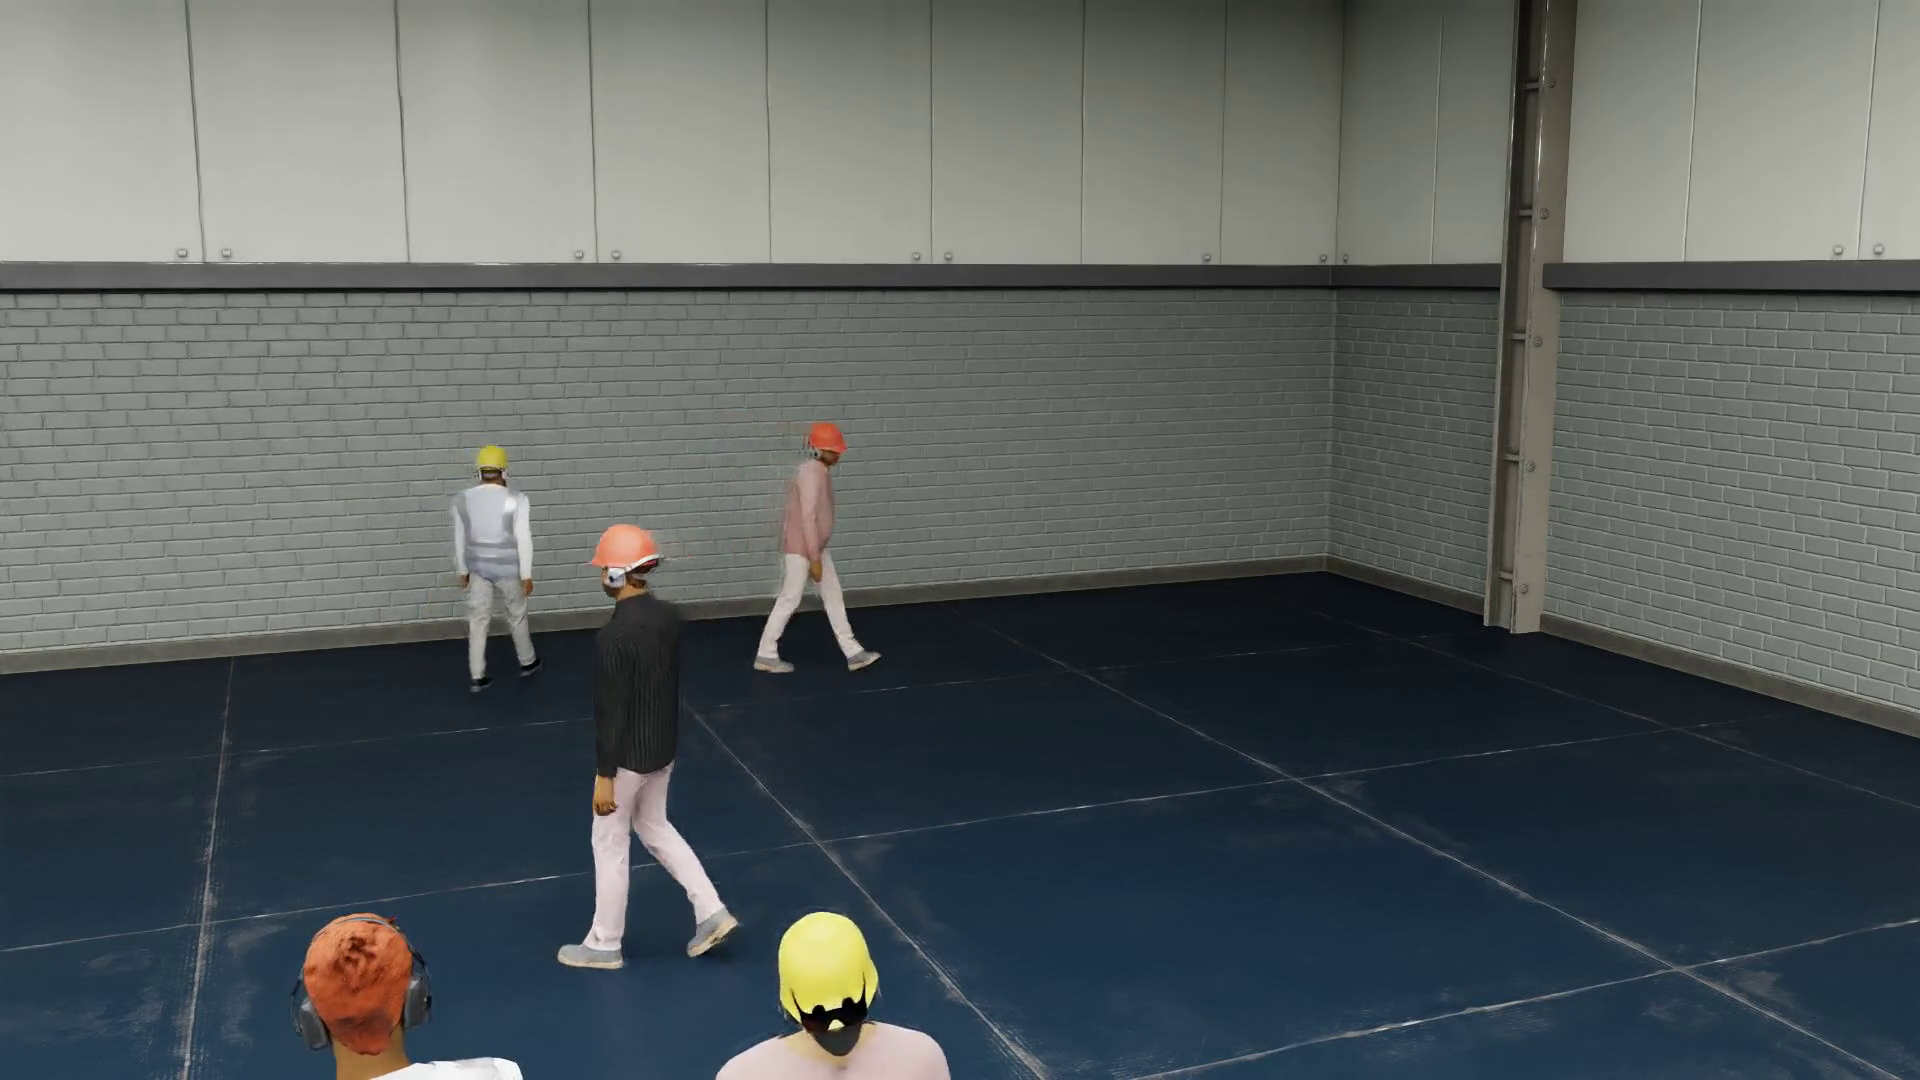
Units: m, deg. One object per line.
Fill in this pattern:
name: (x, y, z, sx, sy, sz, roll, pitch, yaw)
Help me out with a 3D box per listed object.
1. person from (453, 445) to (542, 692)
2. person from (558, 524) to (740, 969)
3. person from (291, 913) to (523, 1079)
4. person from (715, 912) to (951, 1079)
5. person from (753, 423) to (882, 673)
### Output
person: (-3.427, 0.189, 12.334, 0.614, 1.789, 0.852, 1, 9, 6)
person: (-1.389, 0.909, 7.215, 0.673, 1.986, 0.641, 3, 10, 18)
person: (-1.053, 1.607, 3.112, 0.572, 1.886, 0.354, -7, 12, -39)
person: (-0.213, 1.609, 3.560, 0.649, 1.721, 0.771, -4, 10, -23)
person: (-1.090, 0.074, 12.580, 1.040, 1.922, 0.658, 2, 9, 11)
